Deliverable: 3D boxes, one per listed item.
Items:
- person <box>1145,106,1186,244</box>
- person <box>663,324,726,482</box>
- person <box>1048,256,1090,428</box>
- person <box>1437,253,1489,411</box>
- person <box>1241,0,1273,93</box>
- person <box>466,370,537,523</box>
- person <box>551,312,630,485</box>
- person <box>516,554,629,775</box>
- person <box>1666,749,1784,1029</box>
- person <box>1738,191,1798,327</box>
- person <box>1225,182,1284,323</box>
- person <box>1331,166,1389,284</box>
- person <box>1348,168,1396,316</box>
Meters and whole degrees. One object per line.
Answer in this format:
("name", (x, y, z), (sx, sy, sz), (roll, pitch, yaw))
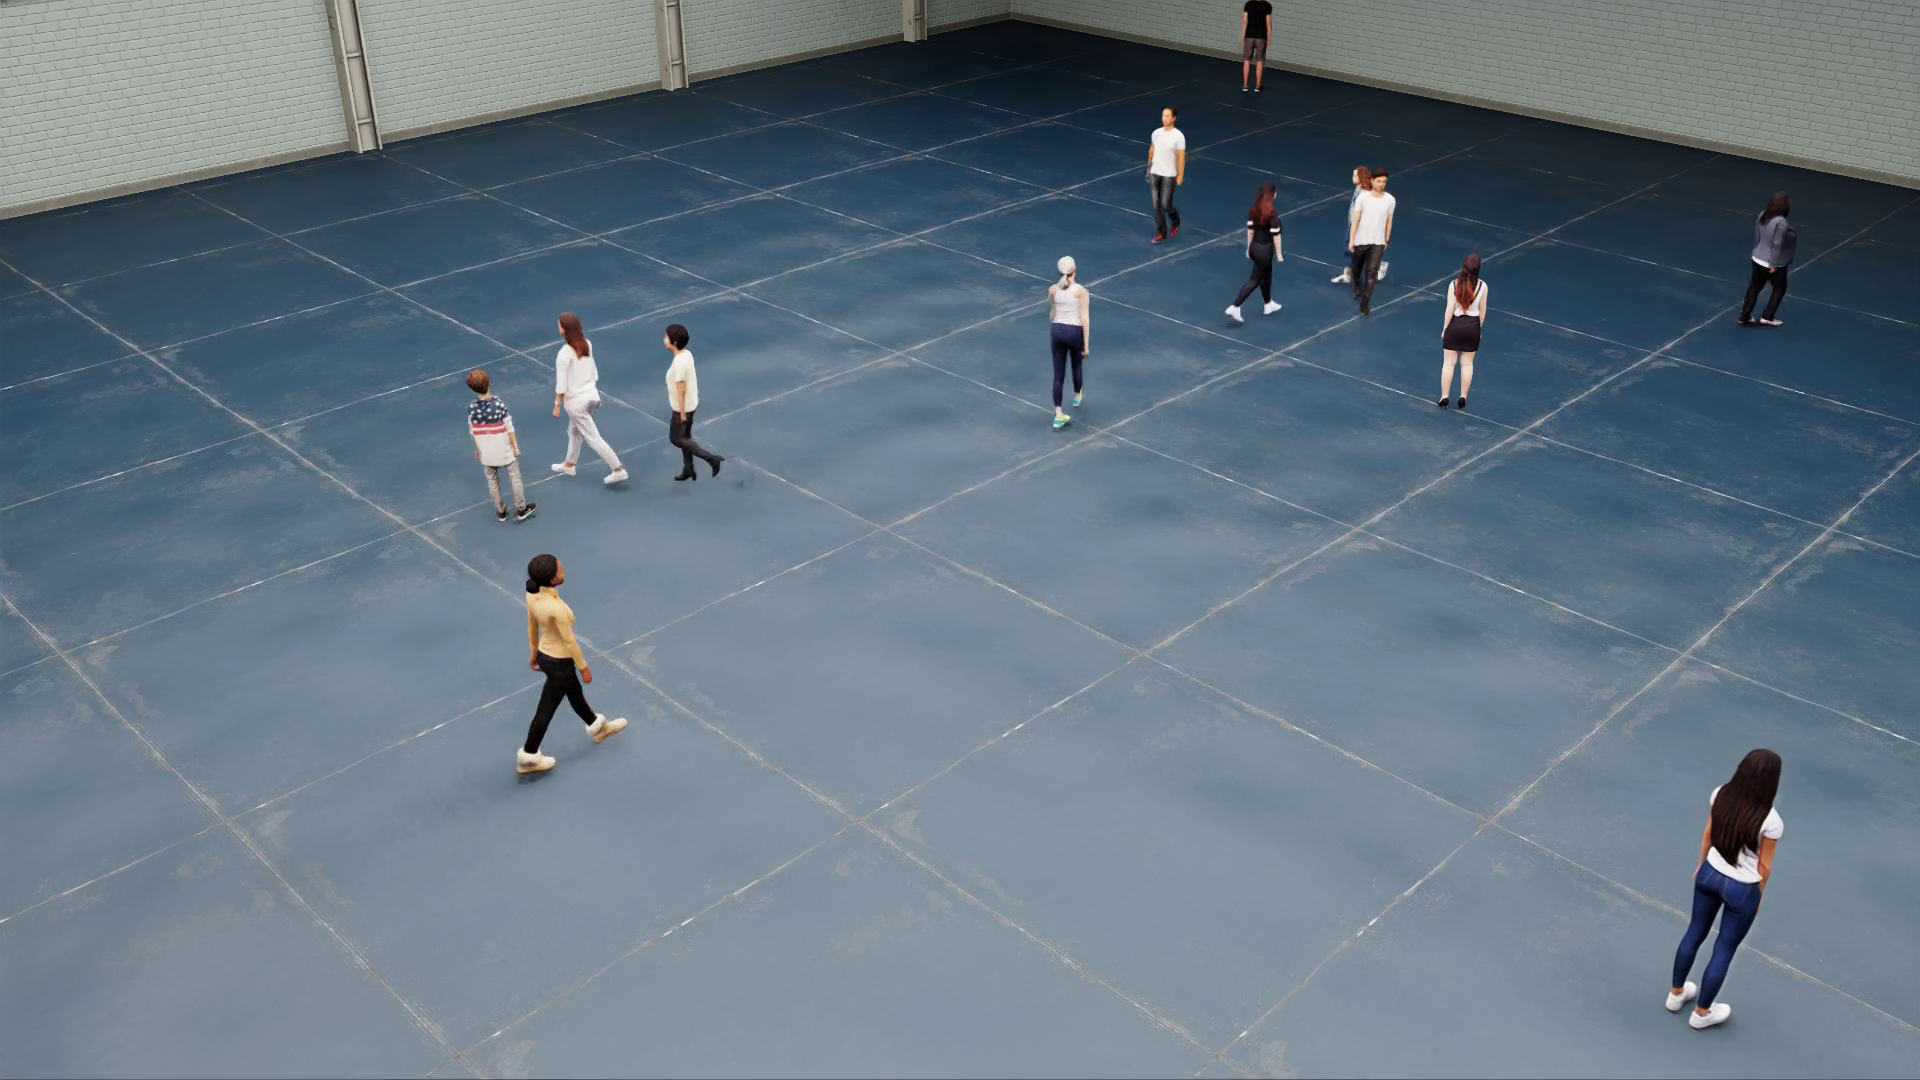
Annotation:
("person", (2.727, -4.795, 21.797), (0.670, 1.792, 0.727), (21, 35, 34))
("person", (-2.476, -1.232, 15.337), (0.877, 1.577, 0.820), (1, 28, 1))
("person", (1.053, -1.943, 16.591), (0.907, 1.655, 1.153), (14, 31, 25))
("person", (5.111, -2.119, 16.927), (0.633, 1.649, 0.679), (2, 28, 4))
("person", (5.230, -8.910, 29.454), (0.769, 1.861, 0.751), (8, 29, 14))
("person", (-4.111, -0.840, 14.761), (0.640, 1.427, 0.723), (4, 28, 8))
("person", (-3.422, -1.260, 15.312), (0.992, 1.650, 1.113), (9, 29, 17))
("person", (-2.822, 0.881, 11.330), (1.123, 1.614, 0.667), (-21, 35, -34))
("person", (4.238, 1.928, 9.198), (0.628, 1.770, 0.645), (-14, 31, -25))
("person", (9.184, -3.191, 19.011), (0.876, 1.582, 0.833), (-5, 28, -10))
("person", (3.426, -3.280, 19.155), (1.171, 1.604, 0.798), (-15, 31, -26))
("person", (4.949, -3.831, 20.340), (0.996, 1.462, 0.908), (-4, 28, -8))
("person", (4.812, -3.557, 19.578), (1.002, 1.696, 1.160), (6, 29, 11))
